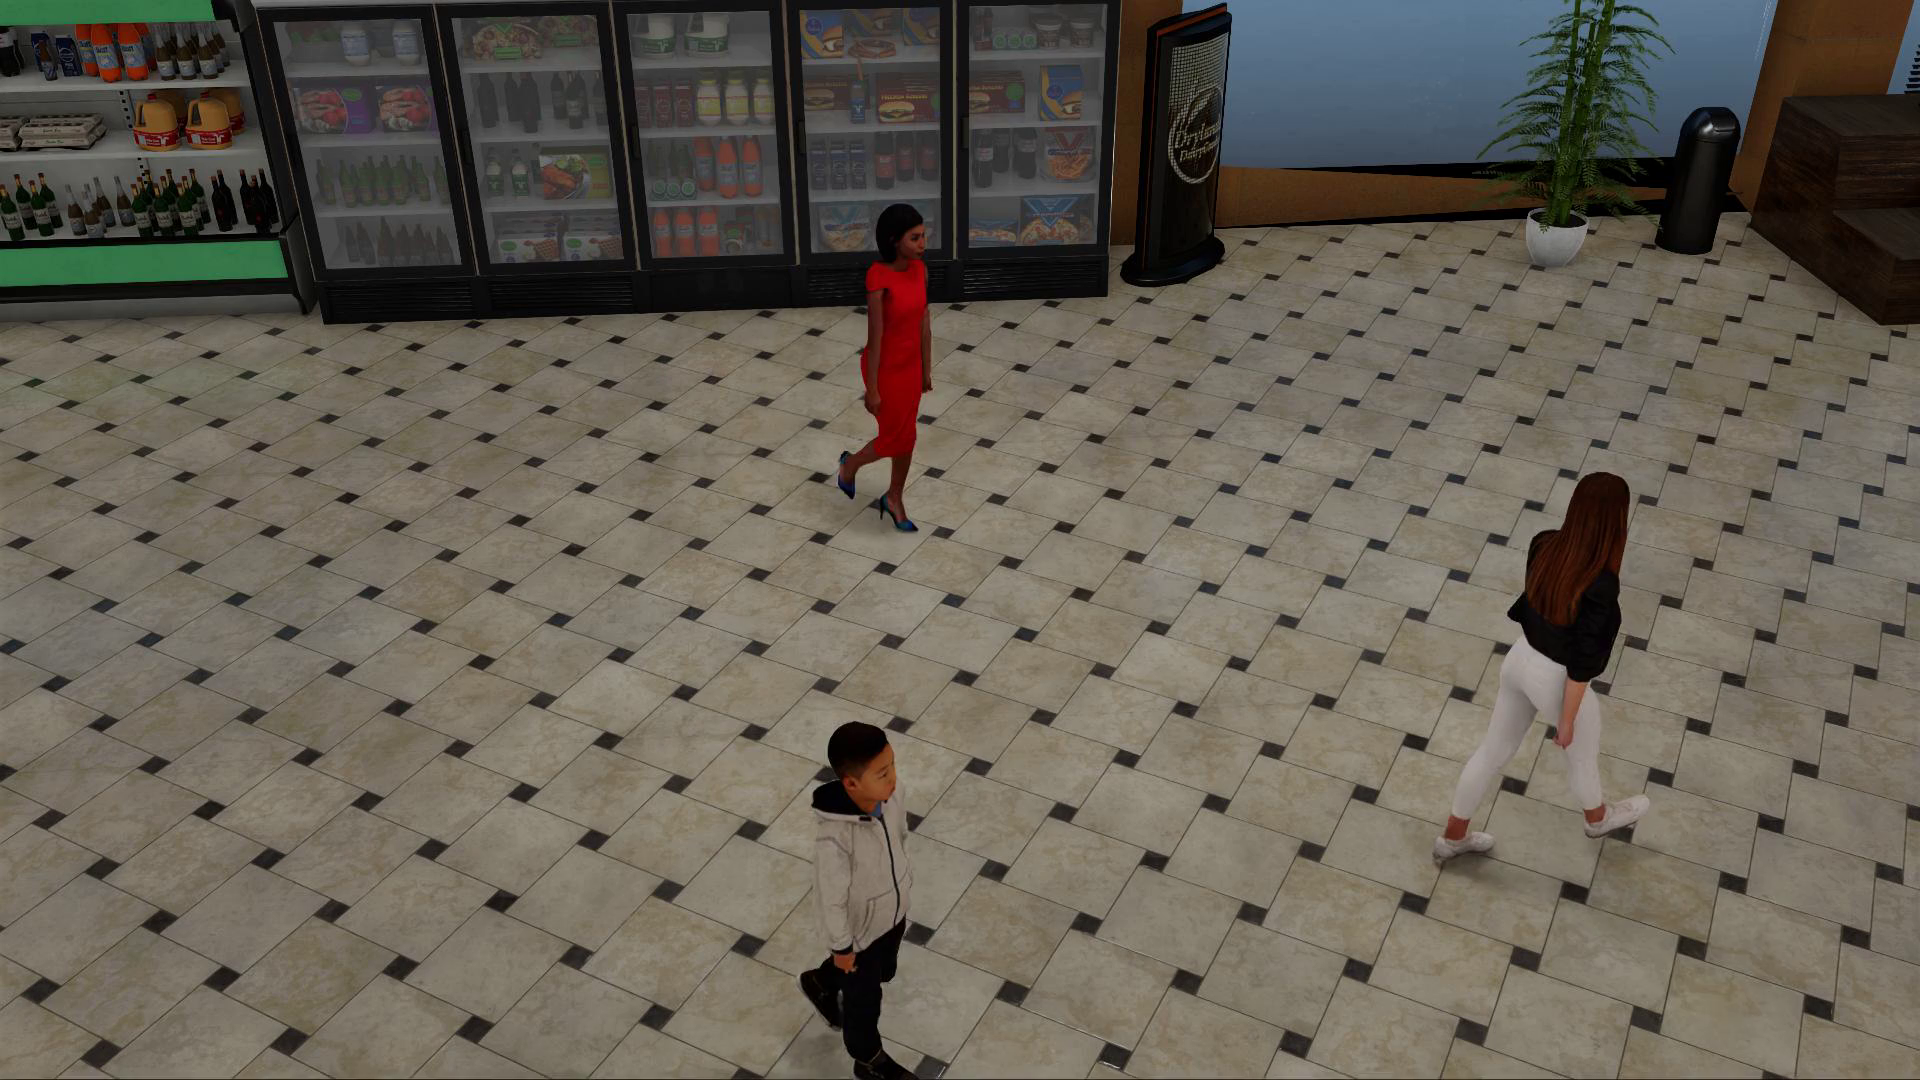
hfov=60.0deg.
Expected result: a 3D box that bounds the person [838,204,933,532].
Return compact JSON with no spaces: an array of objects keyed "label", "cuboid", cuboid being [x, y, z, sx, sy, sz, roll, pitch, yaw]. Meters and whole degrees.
[{"label":"person","cuboid":[-0.395,-0.827,8.176,0.895,1.728,0.826,21,38,30]}]

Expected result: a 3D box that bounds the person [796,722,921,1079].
[{"label":"person","cuboid":[-0.367,1.158,5.257,0.882,1.440,0.793,16,35,24]}]

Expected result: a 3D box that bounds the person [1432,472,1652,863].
[{"label":"person","cuboid":[2.061,0.536,6.044,1.154,1.665,0.820,-11,34,-17]}]
